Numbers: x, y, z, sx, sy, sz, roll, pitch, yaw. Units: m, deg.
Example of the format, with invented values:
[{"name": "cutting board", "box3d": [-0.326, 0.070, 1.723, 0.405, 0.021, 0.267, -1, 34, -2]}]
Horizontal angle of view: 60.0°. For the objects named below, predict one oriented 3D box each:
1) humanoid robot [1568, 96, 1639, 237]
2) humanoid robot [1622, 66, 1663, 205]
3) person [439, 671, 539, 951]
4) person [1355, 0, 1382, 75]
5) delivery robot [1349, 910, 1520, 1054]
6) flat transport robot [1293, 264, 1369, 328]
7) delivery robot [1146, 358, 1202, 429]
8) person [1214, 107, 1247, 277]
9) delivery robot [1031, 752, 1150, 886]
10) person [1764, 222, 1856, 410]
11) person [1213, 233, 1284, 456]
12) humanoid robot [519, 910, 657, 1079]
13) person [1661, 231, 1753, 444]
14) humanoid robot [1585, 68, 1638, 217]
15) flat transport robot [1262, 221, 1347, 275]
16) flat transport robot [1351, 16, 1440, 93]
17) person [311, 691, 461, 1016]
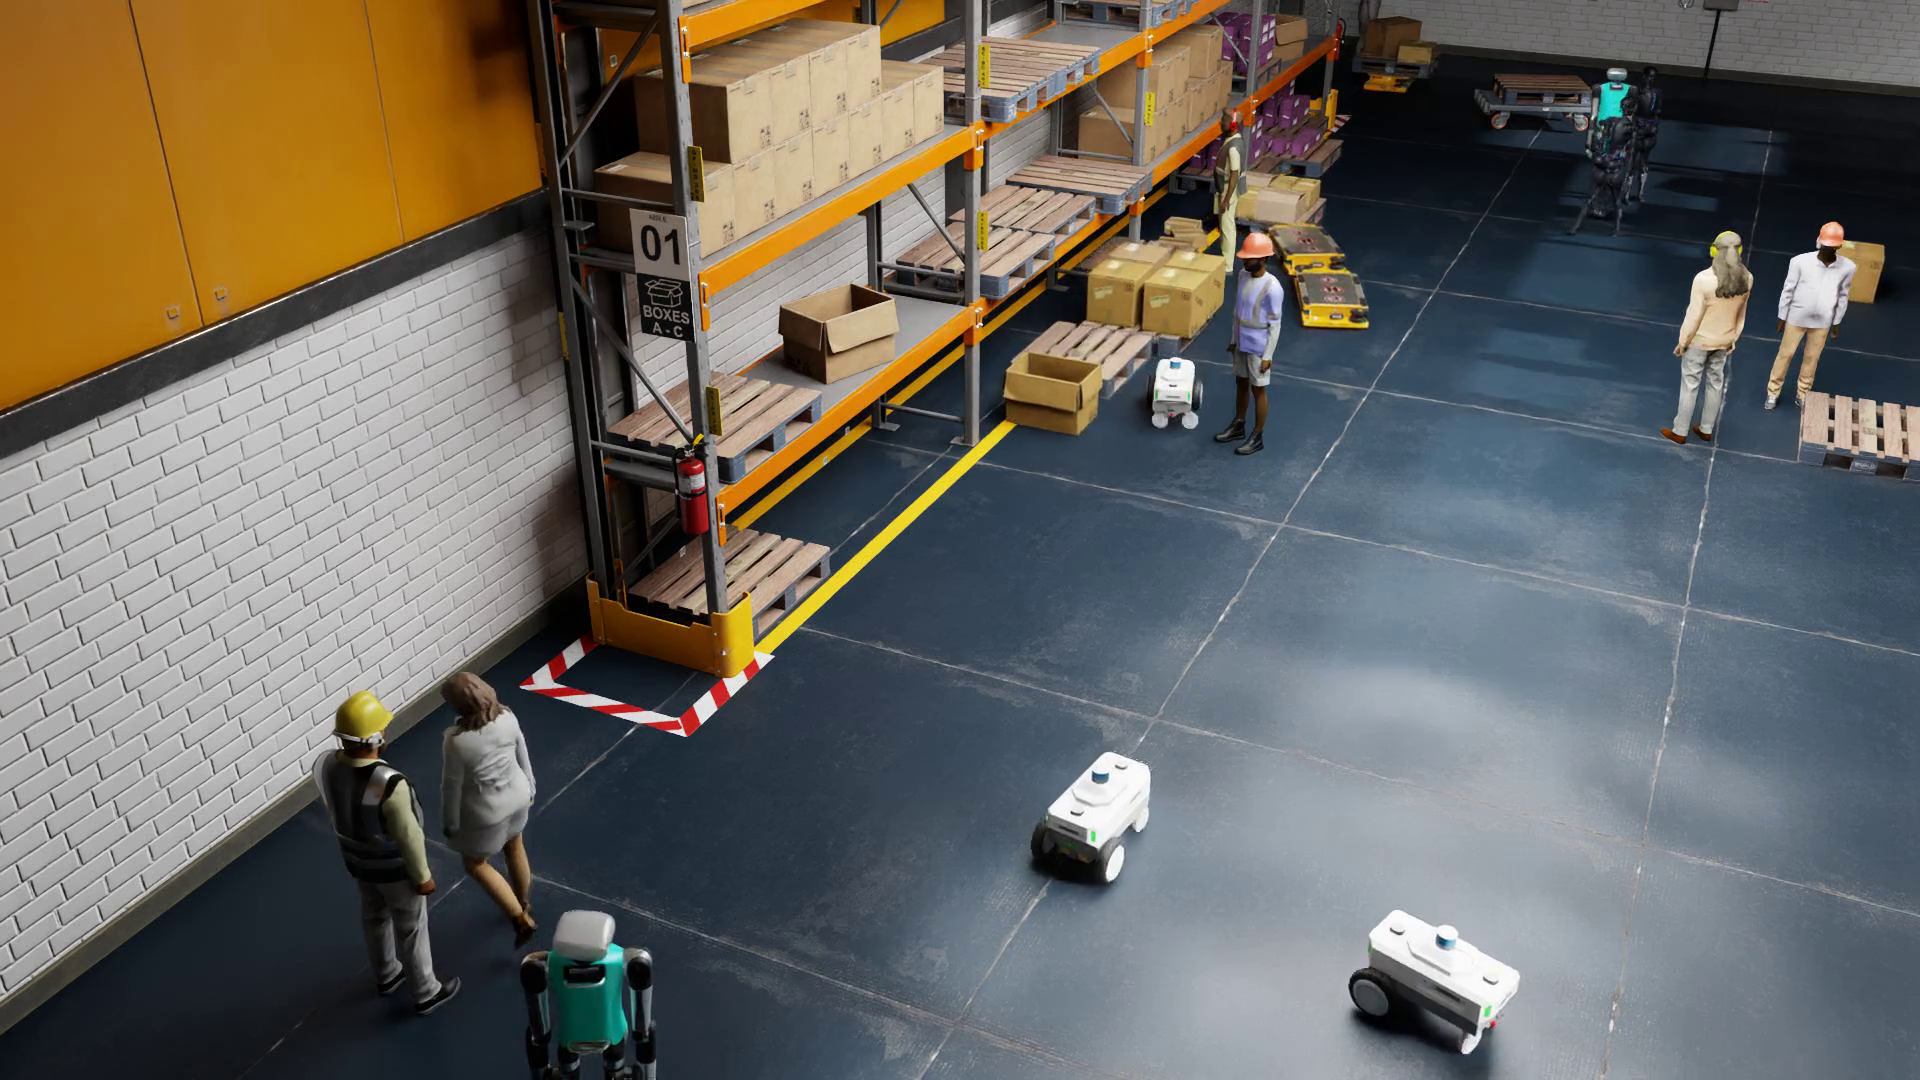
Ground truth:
[{"name": "humanoid robot", "box3d": [7.527, -4.309, 19.297, 0.701, 1.652, 0.613, -11, 30, -19]}, {"name": "humanoid robot", "box3d": [8.361, -4.989, 20.480, 0.599, 1.657, 0.315, -11, 30, -20]}, {"name": "person", "box3d": [-2.406, 1.410, 8.648, 0.520, 1.644, 0.531, 20, 34, 33]}, {"name": "person", "box3d": [6.560, -8.379, 26.637, 0.365, 1.824, 0.514, 1, 28, 2]}, {"name": "delivery robot", "box3d": [2.405, 2.188, 8.359, 0.732, 0.585, 0.514, 24, 37, 37]}, {"name": "flat transport robot", "box3d": [3.884, -2.555, 17.466, 0.659, 0.231, 1.431, 3, 28, 5]}, {"name": "delivery robot", "box3d": [1.924, -1.353, 14.939, 0.502, 0.599, 0.770, 4, 29, 8]}, {"name": "person", "box3d": [2.916, -3.774, 18.062, 0.391, 1.849, 0.563, 2, 28, 3]}, {"name": "delivery robot", "box3d": [0.786, 1.561, 9.533, 0.499, 0.595, 0.783, 17, 33, 29]}, {"name": "person", "box3d": [7.595, -1.988, 14.849, 0.562, 1.751, 0.329, 6, 29, 12]}, {"name": "person", "box3d": [2.452, -1.655, 14.040, 0.373, 1.938, 0.545, -13, 31, -23]}, {"name": "humanoid robot", "box3d": [-1.496, 2.401, 6.784, 0.550, 1.772, 1.042, -3, 28, -5]}, {"name": "person", "box3d": [6.406, -1.709, 14.208, 0.565, 1.874, 0.391, -5, 29, -10]}, {"name": "humanoid robot", "box3d": [7.761, -4.654, 19.841, 0.547, 1.791, 0.771, 2, 28, 3]}, {"name": "flat transport robot", "box3d": [3.896, -3.312, 18.869, 0.659, 0.231, 1.431, -1, 28, -3]}, {"name": "flat transport robot", "box3d": [6.869, -7.350, 26.356, 0.659, 0.231, 1.431, 12, 30, 21]}, {"name": "person", "box3d": [-2.837, 1.553, 8.217, 0.595, 1.825, 0.403, 16, 32, 27]}]
